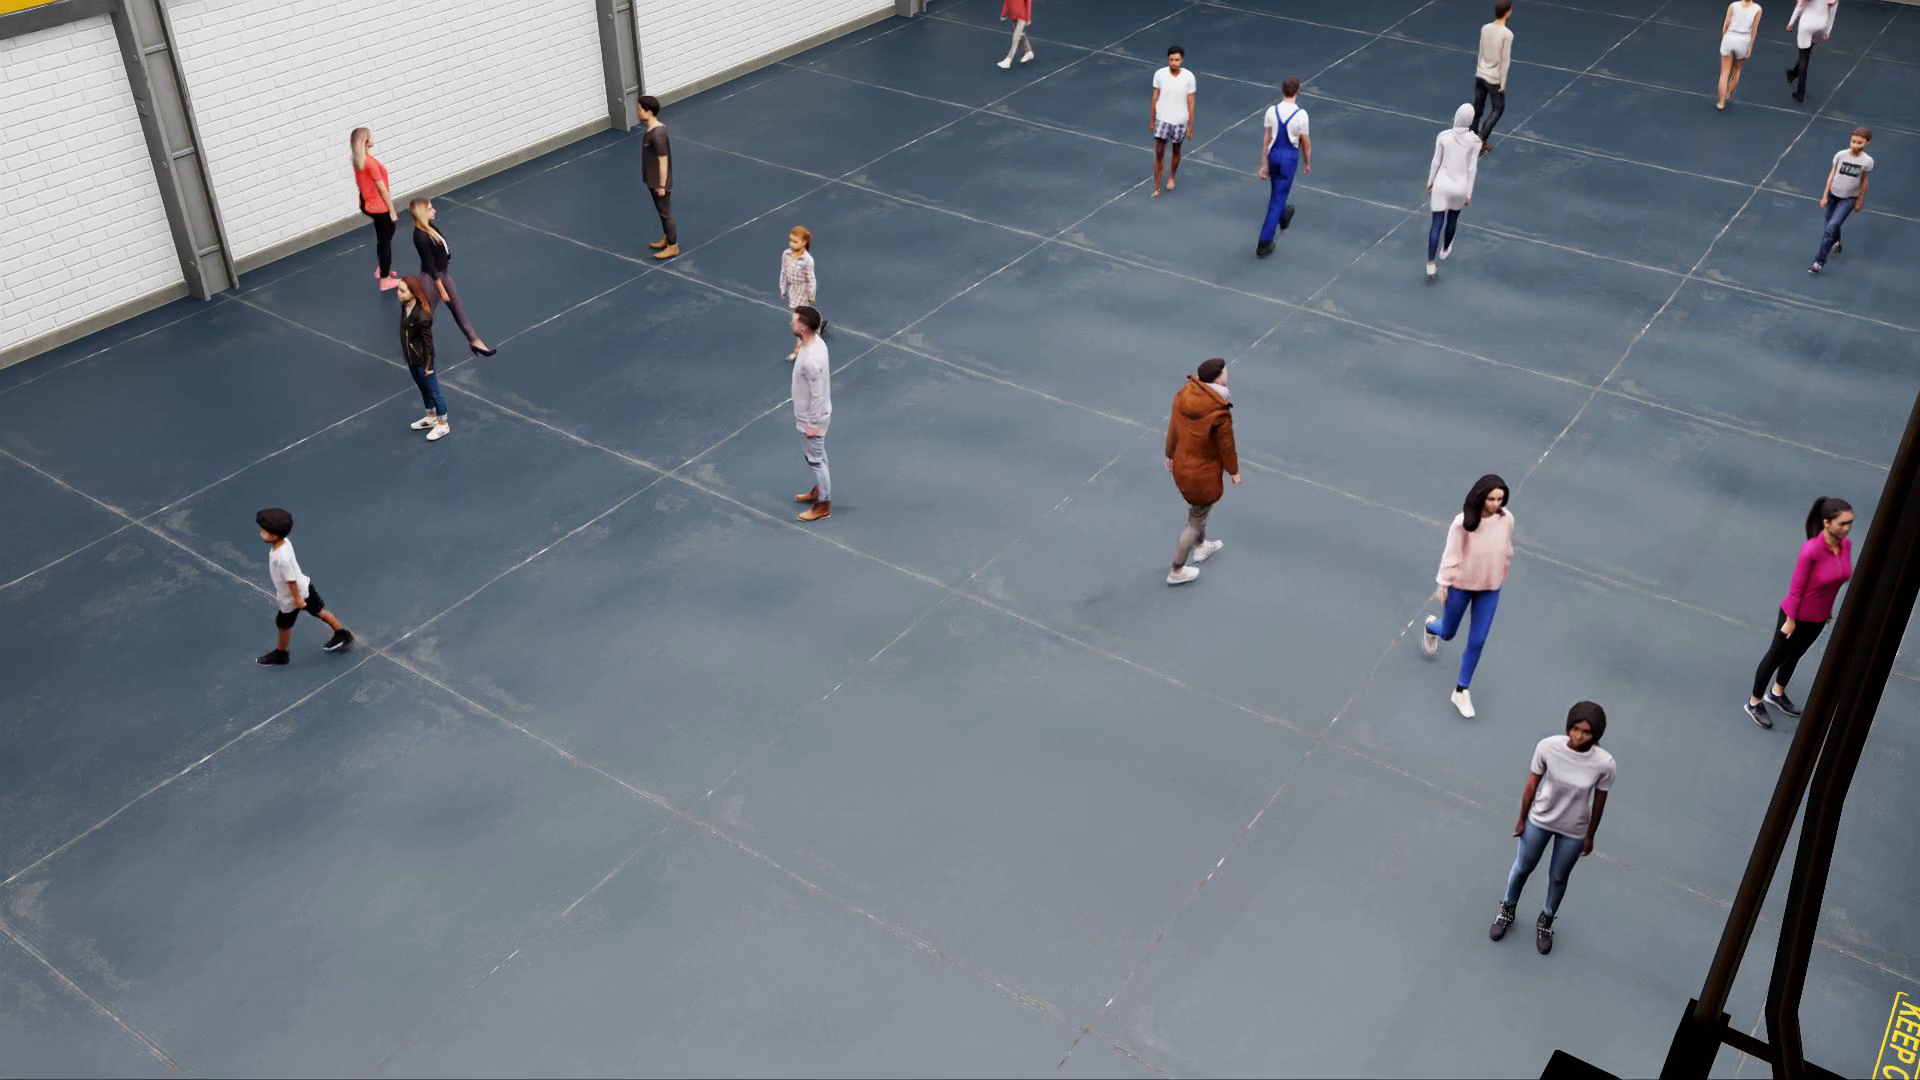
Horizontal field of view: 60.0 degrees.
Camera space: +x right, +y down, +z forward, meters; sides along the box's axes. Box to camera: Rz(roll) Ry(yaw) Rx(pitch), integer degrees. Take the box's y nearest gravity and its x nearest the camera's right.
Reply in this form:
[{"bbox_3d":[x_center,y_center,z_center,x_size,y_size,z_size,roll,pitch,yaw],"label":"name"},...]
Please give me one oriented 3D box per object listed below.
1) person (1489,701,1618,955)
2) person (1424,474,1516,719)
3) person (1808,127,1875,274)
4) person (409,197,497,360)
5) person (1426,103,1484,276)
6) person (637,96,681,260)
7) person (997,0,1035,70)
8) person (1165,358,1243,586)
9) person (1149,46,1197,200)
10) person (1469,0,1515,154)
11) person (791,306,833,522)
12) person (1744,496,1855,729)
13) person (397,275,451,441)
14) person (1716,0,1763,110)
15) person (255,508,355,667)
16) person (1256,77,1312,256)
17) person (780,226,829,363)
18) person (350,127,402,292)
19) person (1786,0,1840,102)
[{"bbox_3d":[3.314,1.585,9.238,0.611,1.719,0.564,15,36,21],"label":"person"},{"bbox_3d":[3.403,0.288,11.164,1.051,1.747,1.156,-3,34,-4],"label":"person"},{"bbox_3d":[9.114,-3.542,17.131,0.642,1.521,1.080,27,42,34],"label":"person"},{"bbox_3d":[-4.883,-2.305,15.183,1.085,1.617,1.053,-4,34,-6],"label":"person"},{"bbox_3d":[4.957,-3.521,16.904,0.797,1.738,1.176,13,36,19],"label":"person"},{"bbox_3d":[-3.133,-3.793,17.334,0.739,1.714,0.705,-9,35,-14],"label":"person"},{"bbox_3d":[0.846,-7.159,22.702,1.010,1.379,0.665,-27,42,-34],"label":"person"},{"bbox_3d":[1.689,-0.464,12.239,1.003,1.809,0.901,-17,37,-23],"label":"person"},{"bbox_3d":[2.413,-4.749,18.792,0.940,1.691,1.170,7,34,11],"label":"person"},{"bbox_3d":[6.220,-5.445,19.689,0.718,1.859,0.755,-21,39,-28],"label":"person"},{"bbox_3d":[-1.150,-1.009,13.033,0.826,1.838,0.741,-2,34,-4],"label":"person"},{"bbox_3d":[5.553,0.461,10.948,0.652,1.699,0.741,-15,37,-22],"label":"person"},{"bbox_3d":[-4.604,-1.578,14.211,0.593,1.482,0.561,29,43,36],"label":"person"},{"bbox_3d":[9.878,-6.284,21.184,0.673,1.599,0.895,13,36,18],"label":"person"},{"bbox_3d":[-4.583,0.314,11.590,0.942,1.233,0.821,-10,35,-14],"label":"person"},{"bbox_3d":[3.317,-3.856,17.355,0.634,1.794,1.221,20,39,28],"label":"person"},{"bbox_3d":[-1.458,-2.343,15.533,0.576,1.293,0.898,24,41,32],"label":"person"},{"bbox_3d":[-5.899,-3.268,16.579,0.651,1.675,0.639,28,43,35],"label":"person"},{"bbox_3d":[11.011,-6.561,21.452,1.023,1.766,1.209,1,34,2],"label":"person"}]
